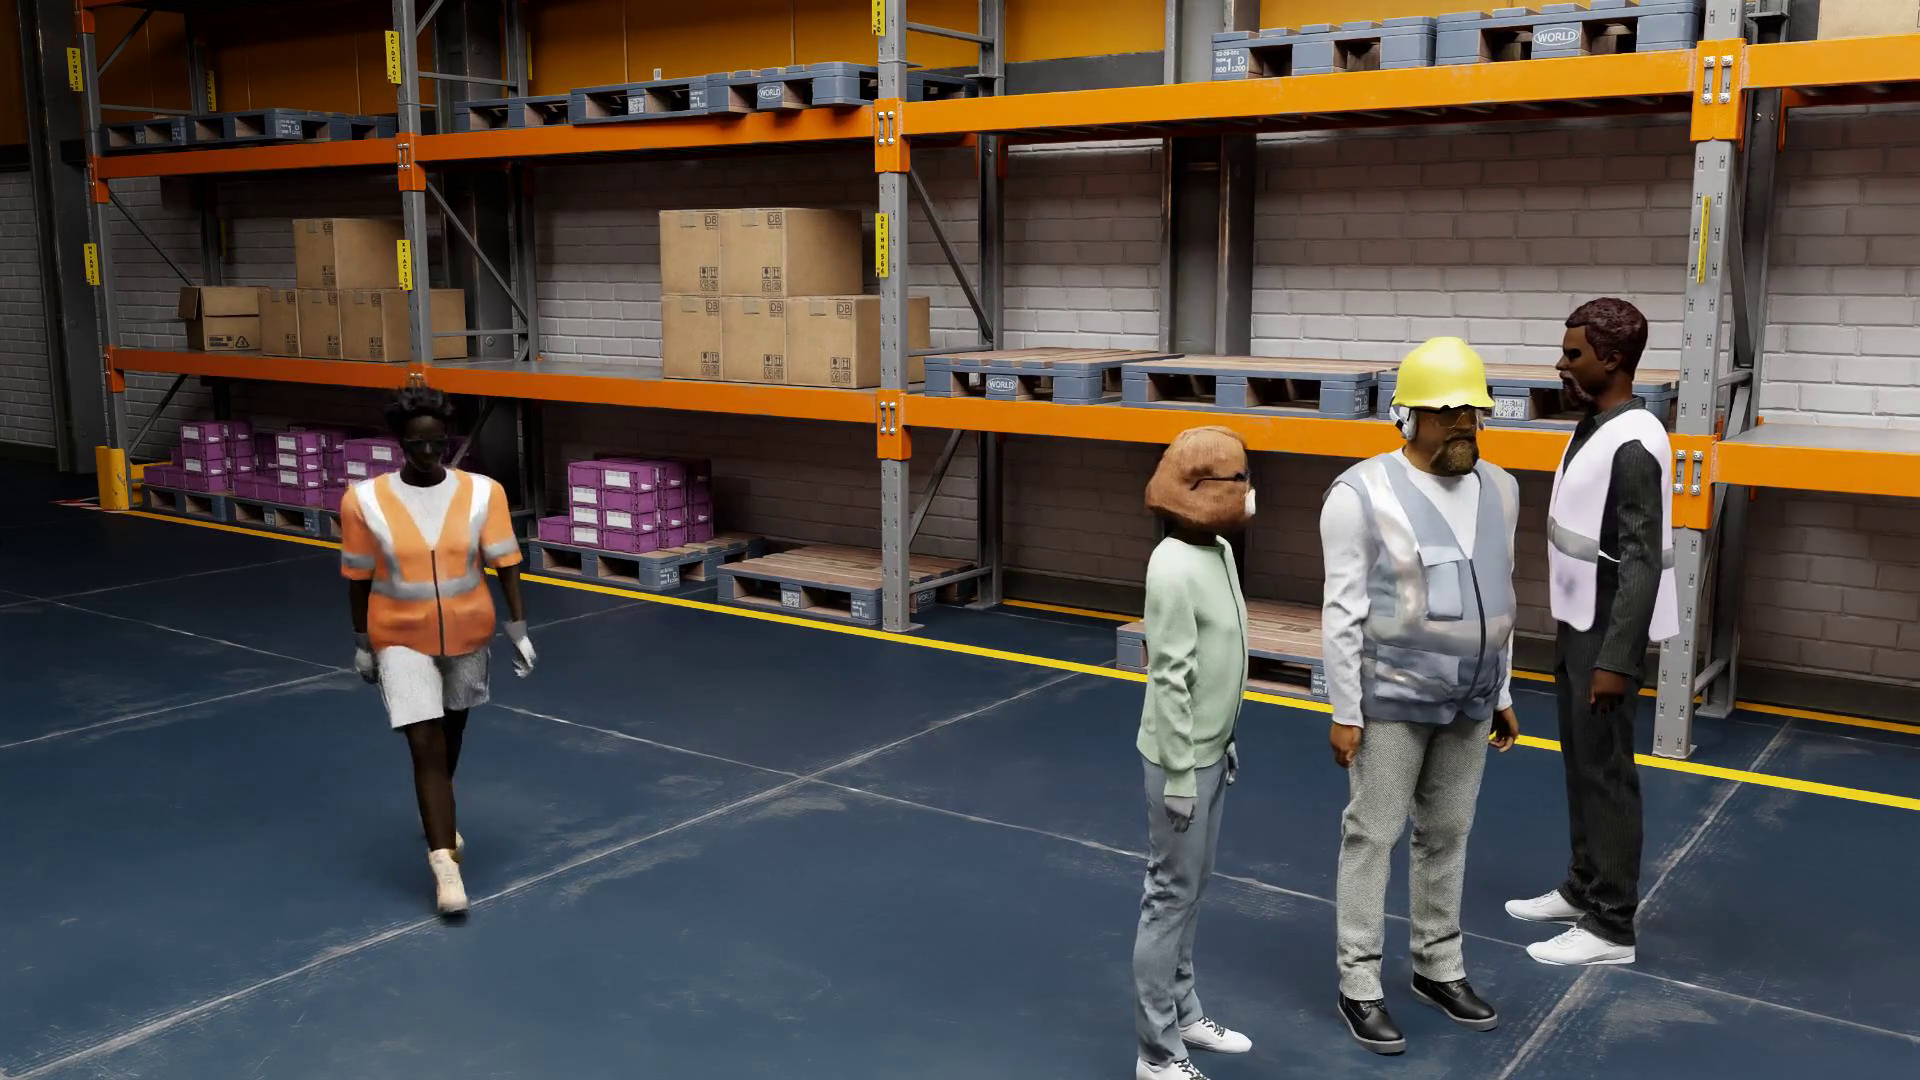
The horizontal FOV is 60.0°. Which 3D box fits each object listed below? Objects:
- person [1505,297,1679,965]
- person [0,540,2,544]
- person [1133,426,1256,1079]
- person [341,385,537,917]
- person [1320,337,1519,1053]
[{"bbox_3d":[1.853,0.268,4.806,0.378,1.917,0.598,1,10,9],"label":"person"},{"bbox_3d":[-7.036,-0.887,11.619,0.350,1.942,0.545,4,10,21],"label":"person"},{"bbox_3d":[0.578,0.535,4.062,0.282,1.633,0.501,3,10,20],"label":"person"},{"bbox_3d":[-1.689,0.312,5.379,0.549,1.635,0.913,-5,11,-27],"label":"person"},{"bbox_3d":[1.208,0.395,4.306,0.595,1.832,0.404,-4,10,-24],"label":"person"}]
